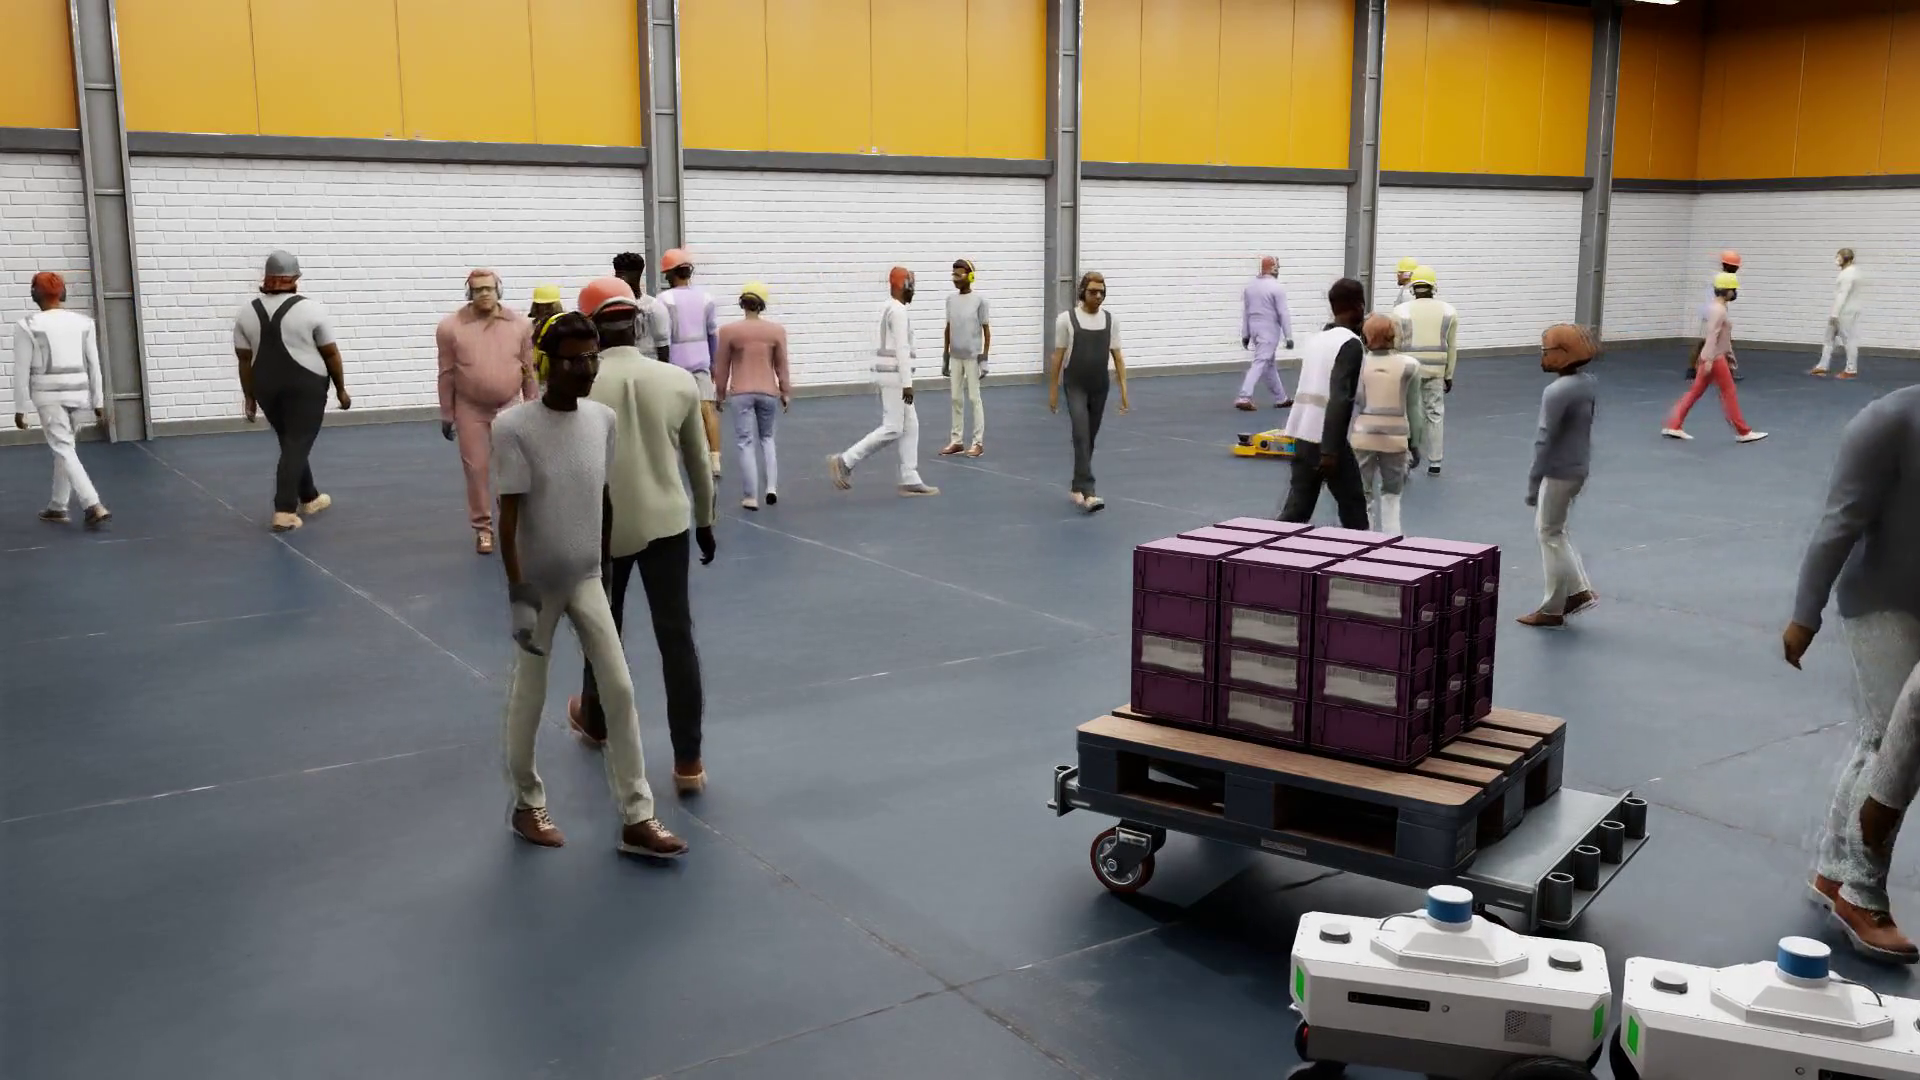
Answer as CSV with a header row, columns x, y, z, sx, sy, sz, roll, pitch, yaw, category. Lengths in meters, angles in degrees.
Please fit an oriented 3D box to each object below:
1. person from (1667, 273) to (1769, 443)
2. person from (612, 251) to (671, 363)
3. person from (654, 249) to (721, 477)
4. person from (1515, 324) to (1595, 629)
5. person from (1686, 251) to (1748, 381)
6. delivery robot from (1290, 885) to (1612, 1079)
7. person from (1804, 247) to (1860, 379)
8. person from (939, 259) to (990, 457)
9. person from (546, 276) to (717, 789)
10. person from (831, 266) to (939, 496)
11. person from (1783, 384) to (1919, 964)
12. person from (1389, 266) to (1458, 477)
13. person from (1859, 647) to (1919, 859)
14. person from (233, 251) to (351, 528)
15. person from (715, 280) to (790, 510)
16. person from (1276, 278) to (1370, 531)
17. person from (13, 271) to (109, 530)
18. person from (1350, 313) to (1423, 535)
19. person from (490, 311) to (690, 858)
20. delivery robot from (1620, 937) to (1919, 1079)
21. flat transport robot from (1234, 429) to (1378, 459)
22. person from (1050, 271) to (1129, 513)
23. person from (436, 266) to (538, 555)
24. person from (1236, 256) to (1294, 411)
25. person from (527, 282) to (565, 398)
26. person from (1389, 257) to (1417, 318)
x,y,z,sx,sy,sz,roll,pitch,yaw,category
7.705,-1.843,16.868,0.950,1.713,0.532,4,11,23,person
-2.529,-1.260,12.985,0.613,1.963,0.361,7,12,33,person
-2.392,-1.546,14.554,0.645,1.972,1.111,-8,13,-36,person
3.147,-0.328,8.788,0.327,1.620,0.531,9,14,40,person
10.952,-3.207,23.934,0.823,1.874,0.572,2,11,12,person
1.138,1.055,3.905,0.707,0.478,0.477,3,11,17,delivery robot
12.822,-3.318,24.403,0.832,1.910,0.662,5,12,27,person
0.047,-1.718,15.761,0.534,1.868,0.310,7,13,34,person
-1.276,-0.047,6.449,0.704,1.919,1.047,-5,11,-26,person
-0.603,-1.254,13.286,0.802,1.846,0.632,-1,10,-3,person
2.806,0.269,4.811,0.697,1.889,0.704,-3,11,-14,person
3.987,-1.453,14.418,0.591,1.829,0.404,0,10,2,person
2.228,0.540,3.336,0.623,1.883,0.853,0,10,-3,person
-4.847,-1.130,12.069,0.691,2.000,1.063,2,10,9,person
-1.588,-1.109,12.740,0.542,1.745,0.451,-4,11,-21,person
2.091,-0.526,9.300,0.993,1.843,0.667,-3,11,-14,person
-6.404,-0.996,11.879,0.956,1.848,0.586,6,12,31,person
2.512,-0.554,10.047,0.535,1.620,0.376,1,10,4,person
-1.272,0.179,5.480,0.541,1.833,0.874,-10,14,-44,person
1.818,1.108,3.617,0.707,0.478,0.477,4,11,23,delivery robot
3.371,-0.892,15.616,1.431,0.197,0.652,6,12,31,flat transport robot
1.016,-1.104,12.553,0.548,1.806,0.894,-3,11,-18,person
-3.145,-0.874,11.095,0.649,1.891,0.610,-4,11,-20,person
3.705,-2.476,19.968,1.014,1.853,0.667,-6,12,-28,person
-3.216,-1.163,13.107,0.492,1.724,0.386,0,10,2,person
5.369,-2.480,20.057,0.411,1.827,0.613,4,11,21,person
